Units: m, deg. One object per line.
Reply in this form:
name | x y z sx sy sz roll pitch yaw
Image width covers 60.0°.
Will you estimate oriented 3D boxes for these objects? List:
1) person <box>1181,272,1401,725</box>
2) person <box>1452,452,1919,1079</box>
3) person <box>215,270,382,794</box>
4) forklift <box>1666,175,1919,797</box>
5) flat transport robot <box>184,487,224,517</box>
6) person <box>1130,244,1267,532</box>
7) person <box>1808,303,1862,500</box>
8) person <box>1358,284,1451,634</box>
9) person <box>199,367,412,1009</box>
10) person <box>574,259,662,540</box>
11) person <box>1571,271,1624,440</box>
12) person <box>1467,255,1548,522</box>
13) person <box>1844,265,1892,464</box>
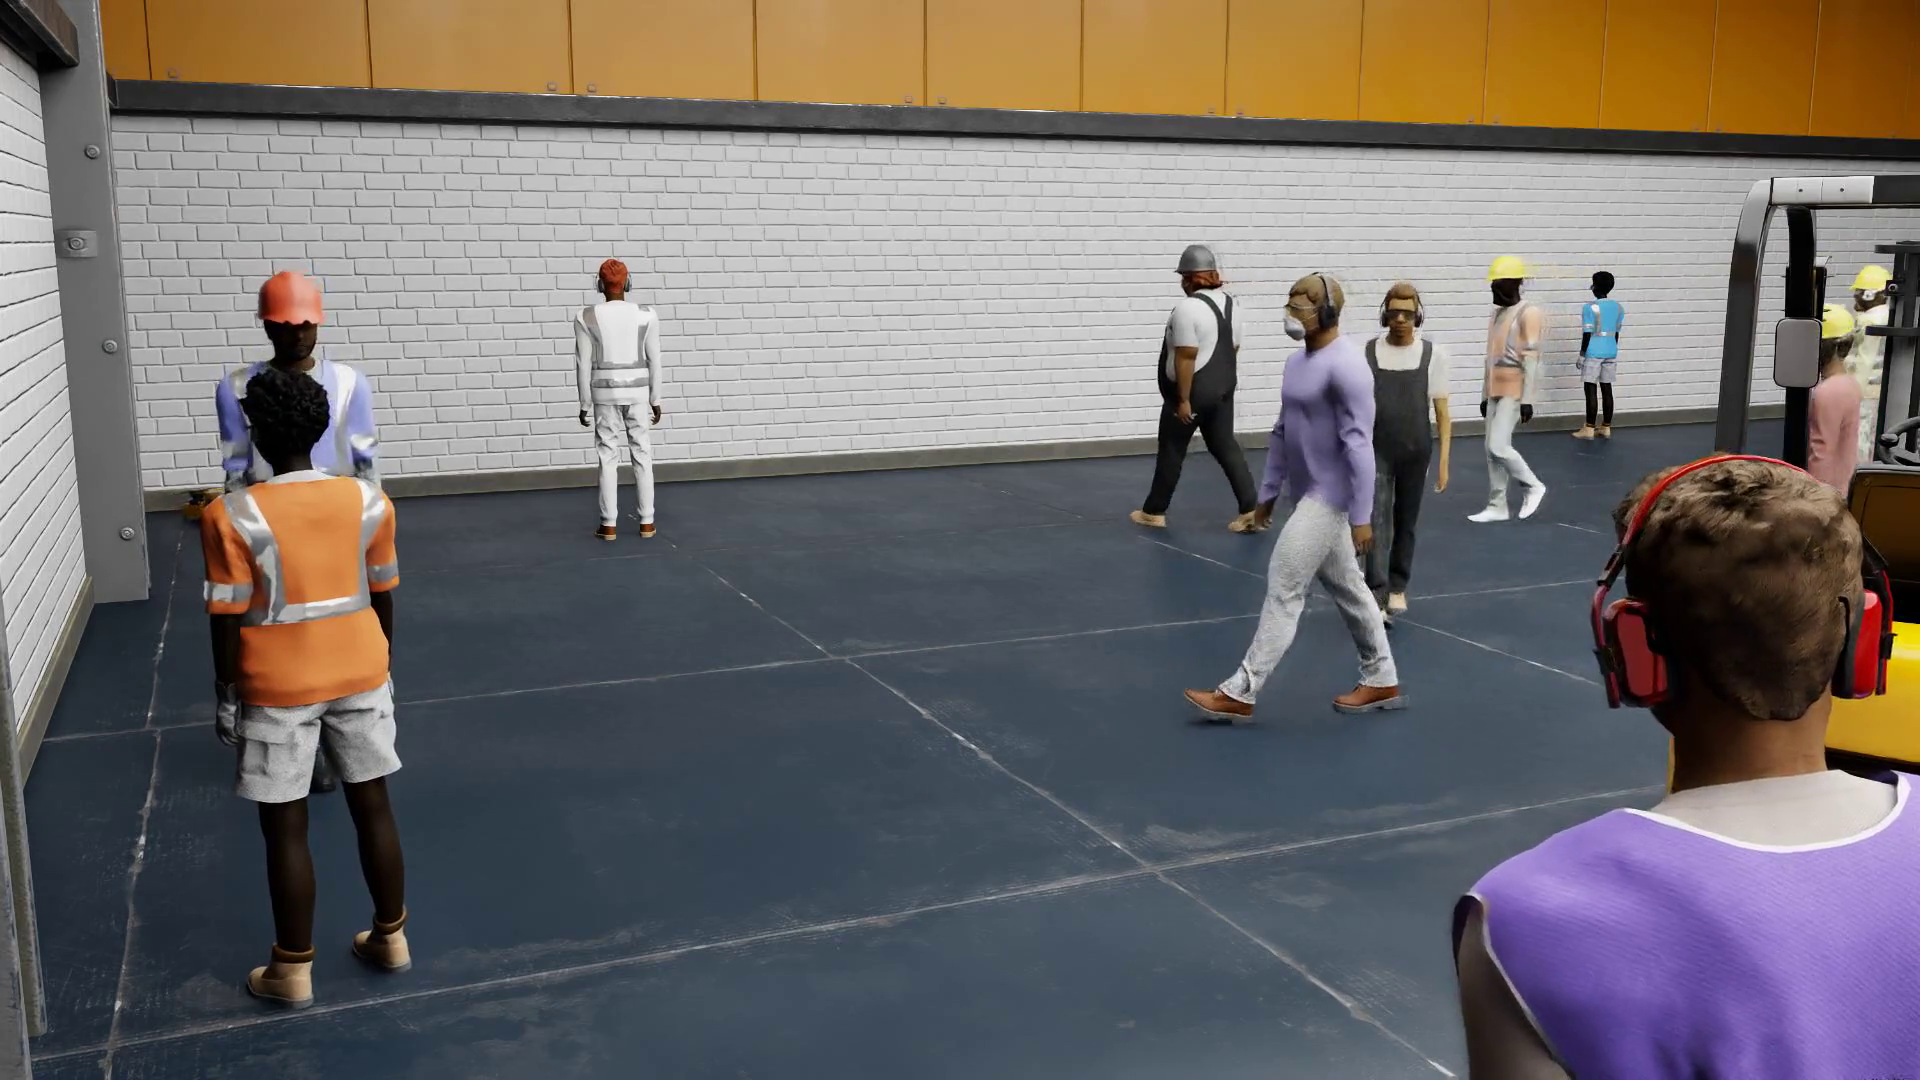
person | 1.454 -0.166 6.950 1.012 1.884 0.651 -2 10 -8
person | 0.682 0.843 1.511 0.563 1.838 0.390 -3 11 -15
person | -2.477 -0.058 6.279 0.550 1.915 0.748 -5 11 -26
forklift | 2.810 0.094 4.662 1.214 2.155 2.313 7 12 34
flat transport robot | -4.843 -0.256 11.891 1.431 0.197 0.652 7 12 34
person | 1.695 -1.067 11.480 0.695 2.000 1.021 -10 14 -44
person | 3.909 -0.171 7.363 0.567 1.747 0.535 7 12 34
person | 2.276 -0.432 8.682 0.529 1.787 1.012 2 11 12
person | -1.731 0.388 4.440 0.321 1.690 0.532 9 14 41
person | -2.291 -0.938 11.203 0.575 1.885 0.355 -4 11 -19
person | 6.440 -1.858 16.790 0.541 1.696 0.315 -6 12 -28
person | 3.879 -1.052 11.758 0.460 1.908 0.604 -2 10 -9
person | 6.658 -1.100 12.247 0.598 1.832 0.404 -10 14 -43
